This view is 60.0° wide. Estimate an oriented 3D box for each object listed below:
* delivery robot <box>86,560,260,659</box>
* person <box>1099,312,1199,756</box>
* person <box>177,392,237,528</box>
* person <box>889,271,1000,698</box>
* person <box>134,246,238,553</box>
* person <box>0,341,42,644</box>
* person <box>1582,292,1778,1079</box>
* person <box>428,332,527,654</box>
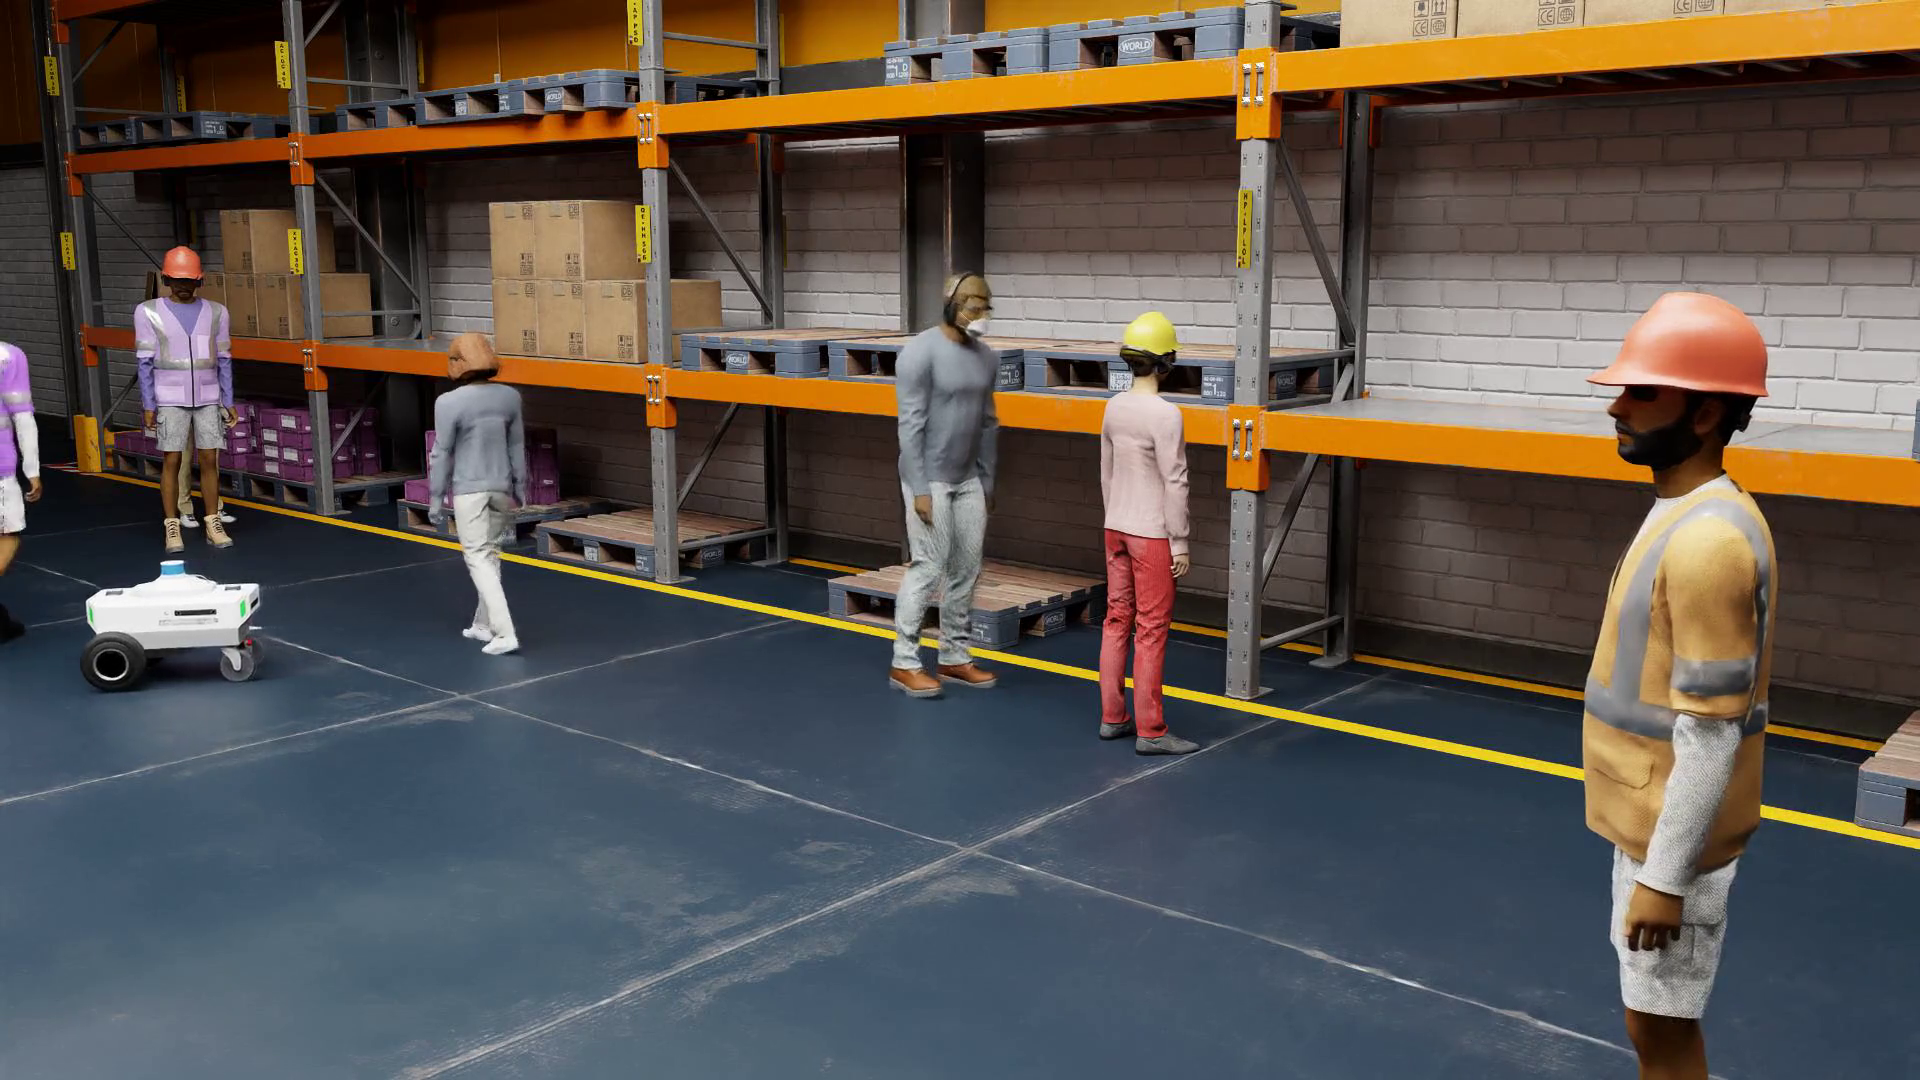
[{"bbox_3d":[-3.678,0.340,7.806,0.707,0.478,0.477,-2,10,-12],"label":"delivery robot"},{"bbox_3d":[0.750,-0.022,6.679,0.302,1.772,0.527,-5,11,-28],"label":"person"},{"bbox_3d":[-5.557,-0.908,12.134,0.276,1.628,0.500,6,12,30],"label":"person"},{"bbox_3d":[-0.059,-0.250,7.549,0.445,1.916,0.658,7,12,37],"label":"person"},{"bbox_3d":[-5.146,-0.933,11.116,0.605,2.034,0.394,-8,13,-38],"label":"person"},{"bbox_3d":[-4.904,-0.357,8.255,0.563,1.897,0.798,-2,10,-10],"label":"person"},{"bbox_3d":[1.313,0.513,3.139,0.344,1.942,0.551,3,11,19],"label":"person"},{"bbox_3d":[-2.411,-0.234,8.344,0.558,1.624,0.521,8,13,37],"label":"person"}]
